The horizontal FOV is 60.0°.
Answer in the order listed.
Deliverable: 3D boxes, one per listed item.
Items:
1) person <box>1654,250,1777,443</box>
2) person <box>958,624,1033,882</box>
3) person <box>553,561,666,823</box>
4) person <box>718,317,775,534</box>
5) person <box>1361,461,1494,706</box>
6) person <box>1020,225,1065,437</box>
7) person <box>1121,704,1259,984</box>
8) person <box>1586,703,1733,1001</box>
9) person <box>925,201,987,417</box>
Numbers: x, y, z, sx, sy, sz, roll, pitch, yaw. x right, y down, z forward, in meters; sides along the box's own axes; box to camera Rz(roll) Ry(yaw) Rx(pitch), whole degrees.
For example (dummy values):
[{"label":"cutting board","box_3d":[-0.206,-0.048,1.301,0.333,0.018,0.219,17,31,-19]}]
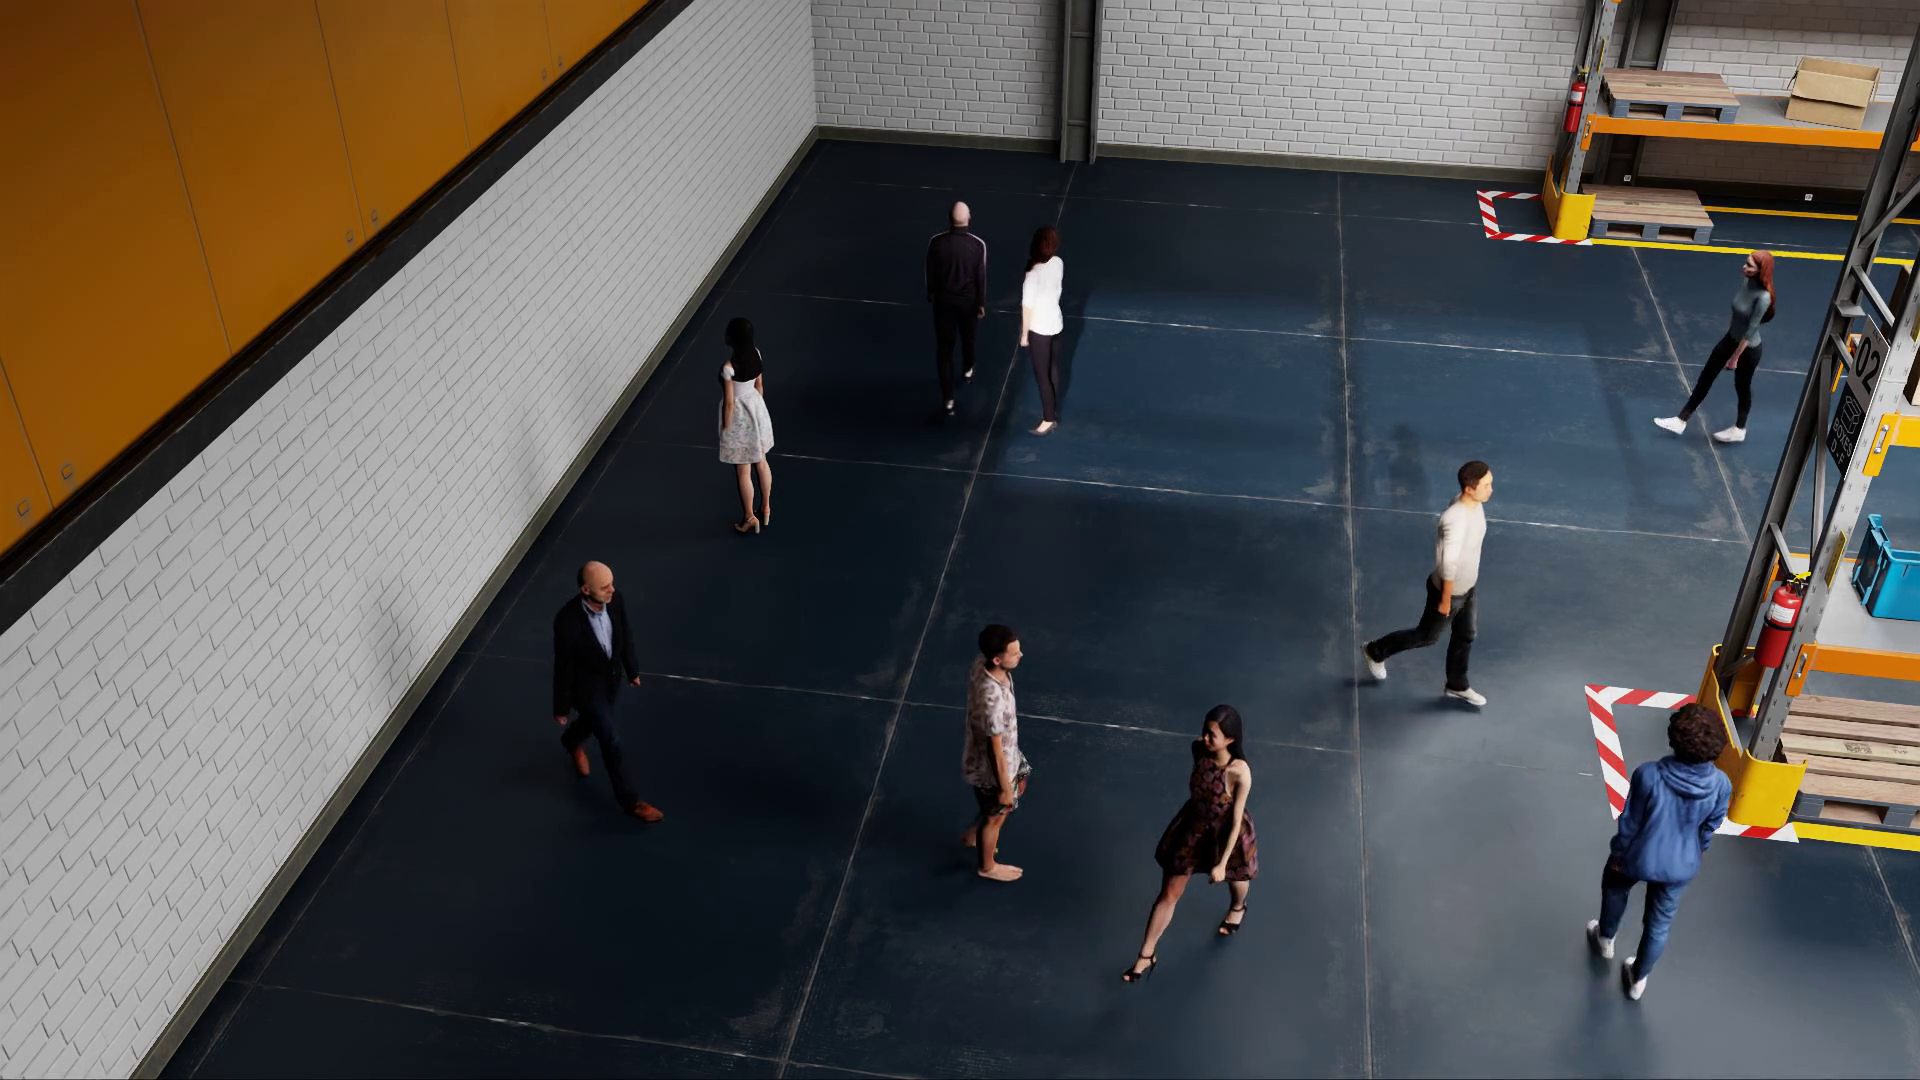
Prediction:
[{"label":"person","box_3d":[6.423,-1.539,13.514,1.010,1.716,0.720,0,34,1]},{"label":"person","box_3d":[0.101,1.198,9.314,0.712,1.808,0.751,-1,34,-1]},{"label":"person","box_3d":[-2.234,0.824,9.910,1.317,1.770,1.069,23,40,30]},{"label":"person","box_3d":[-1.612,-0.856,12.436,0.787,1.771,0.761,23,40,31]},{"label":"person","box_3d":[3.080,0.261,10.744,1.184,1.784,0.913,18,38,25]},{"label":"person","box_3d":[0.724,-1.709,13.721,0.781,1.770,0.760,13,36,19]},{"label":"person","box_3d":[1.412,1.571,8.832,1.135,1.720,1.171,-27,42,-34]},{"label":"person","box_3d":[3.629,1.672,8.614,0.675,1.792,0.743,6,34,9]},{"label":"person","box_3d":[-0.043,-1.910,14.005,1.199,1.789,0.864,1,34,1]}]
